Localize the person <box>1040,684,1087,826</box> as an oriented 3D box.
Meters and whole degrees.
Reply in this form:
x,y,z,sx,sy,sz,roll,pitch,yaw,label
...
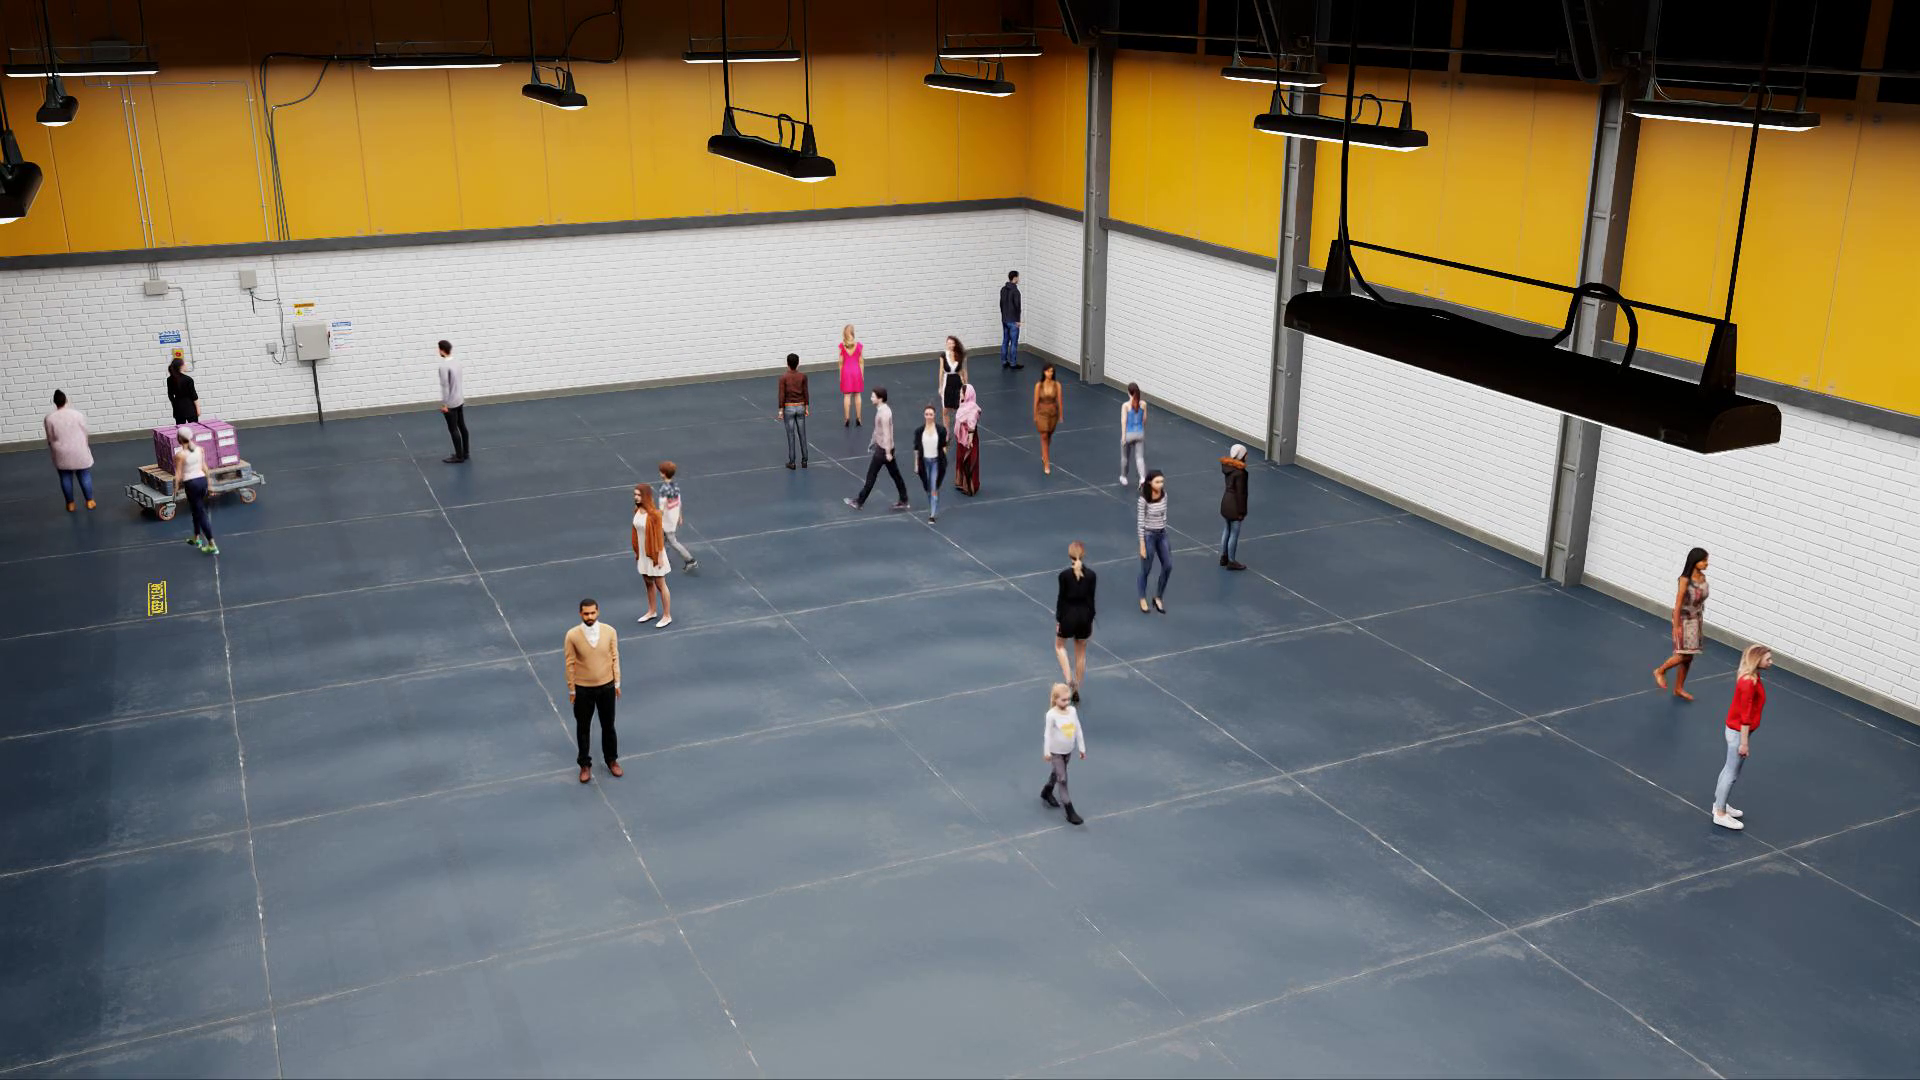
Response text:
x,y,z,sx,sy,sz,roll,pitch,yaw,label
0.870,1.858,14.846,0.600,1.246,0.926,-12,22,-33,person

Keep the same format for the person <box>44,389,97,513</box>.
x,y,z,sx,sy,sz,roll,pitch,yaw,label
-12.511,-1.269,23.353,0.686,1.743,0.619,-10,21,-26,person

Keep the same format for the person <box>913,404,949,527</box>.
x,y,z,sx,sy,sz,roll,pitch,yaw,label
-0.390,-1.054,22.872,0.970,1.643,1.137,2,19,6,person

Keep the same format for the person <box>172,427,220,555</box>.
x,y,z,sx,sy,sz,roll,pitch,yaw,label
-9.822,-0.621,21.522,0.998,1.683,0.922,8,20,22,person

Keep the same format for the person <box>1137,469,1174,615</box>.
x,y,z,sx,sy,sz,roll,pitch,yaw,label
2.197,0.013,19.495,0.651,1.775,0.687,-12,22,-31,person

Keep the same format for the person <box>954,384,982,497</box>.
x,y,z,sx,sy,sz,roll,pitch,yaw,label
0.113,-1.477,24.141,0.741,1.635,0.559,-6,20,-18,person

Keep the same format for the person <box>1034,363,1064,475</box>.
x,y,z,sx,sy,sz,roll,pitch,yaw,label
1.315,-1.873,25.306,0.763,1.641,1.122,-3,19,-10,person

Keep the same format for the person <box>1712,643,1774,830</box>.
x,y,z,sx,sy,sz,roll,pitch,yaw,label
6.859,1.696,14.614,0.719,1.701,0.675,8,20,22,person

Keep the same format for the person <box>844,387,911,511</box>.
x,y,z,sx,sy,sz,roll,pitch,yaw,label
-0.968,-1.253,23.282,1.014,1.759,1.189,0,19,-1,person

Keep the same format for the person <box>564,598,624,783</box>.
x,y,z,sx,sy,sz,roll,pitch,yaw,label
-3.412,1.371,15.497,0.646,1.755,0.576,-8,20,-23,person

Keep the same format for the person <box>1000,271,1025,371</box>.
x,y,z,sx,sy,sz,roll,pitch,yaw,label
0.963,-4.219,31.884,0.781,1.889,0.596,-14,23,-36,person

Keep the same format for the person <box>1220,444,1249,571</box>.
x,y,z,sx,sy,sz,roll,pitch,yaw,label
3.460,-0.429,21.028,0.712,1.635,0.594,-5,19,-14,person

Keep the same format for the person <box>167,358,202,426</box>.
x,y,z,sx,sy,sz,roll,pitch,yaw,label
-11.923,-1.975,25.580,0.690,1.660,0.711,2,19,7,person

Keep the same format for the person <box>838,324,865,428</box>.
x,y,z,sx,sy,sz,roll,pitch,yaw,label
-1.819,-2.752,27.781,0.654,1.727,0.665,0,19,0,person

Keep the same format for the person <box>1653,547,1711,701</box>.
x,y,z,sx,sy,sz,roll,pitch,yaw,label
7.473,0.841,17.252,0.725,1.639,0.800,-13,23,-33,person

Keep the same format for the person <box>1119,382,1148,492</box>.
x,y,z,sx,sy,sz,roll,pitch,yaw,label
2.564,-1.485,24.245,0.730,1.584,1.085,-4,19,-11,person

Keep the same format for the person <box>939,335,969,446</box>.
x,y,z,sx,sy,sz,roll,pitch,yaw,label
-0.087,-2.418,26.711,0.749,1.777,0.785,-4,19,-11,person

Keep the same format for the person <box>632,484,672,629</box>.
x,y,z,sx,sy,sz,roll,pitch,yaw,label
-3.553,0.149,19.185,0.655,1.715,0.757,14,23,35,person

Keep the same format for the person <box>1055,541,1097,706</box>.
x,y,z,sx,sy,sz,roll,pitch,yaw,label
1.185,0.886,16.943,0.659,1.750,0.701,-4,19,-12,person

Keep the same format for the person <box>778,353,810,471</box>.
x,y,z,sx,sy,sz,roll,pitch,yaw,label
-2.523,-1.972,25.383,0.642,1.780,0.503,-8,20,-22,person

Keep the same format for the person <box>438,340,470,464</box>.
x,y,z,sx,sy,sz,roll,pitch,yaw,label
-7.828,-2.149,25.686,0.894,1.921,0.773,3,19,8,person

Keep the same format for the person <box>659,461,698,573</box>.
x,y,z,sx,sy,sz,roll,pitch,yaw,label
-3.605,-0.274,20.916,0.970,1.412,0.912,6,20,18,person
